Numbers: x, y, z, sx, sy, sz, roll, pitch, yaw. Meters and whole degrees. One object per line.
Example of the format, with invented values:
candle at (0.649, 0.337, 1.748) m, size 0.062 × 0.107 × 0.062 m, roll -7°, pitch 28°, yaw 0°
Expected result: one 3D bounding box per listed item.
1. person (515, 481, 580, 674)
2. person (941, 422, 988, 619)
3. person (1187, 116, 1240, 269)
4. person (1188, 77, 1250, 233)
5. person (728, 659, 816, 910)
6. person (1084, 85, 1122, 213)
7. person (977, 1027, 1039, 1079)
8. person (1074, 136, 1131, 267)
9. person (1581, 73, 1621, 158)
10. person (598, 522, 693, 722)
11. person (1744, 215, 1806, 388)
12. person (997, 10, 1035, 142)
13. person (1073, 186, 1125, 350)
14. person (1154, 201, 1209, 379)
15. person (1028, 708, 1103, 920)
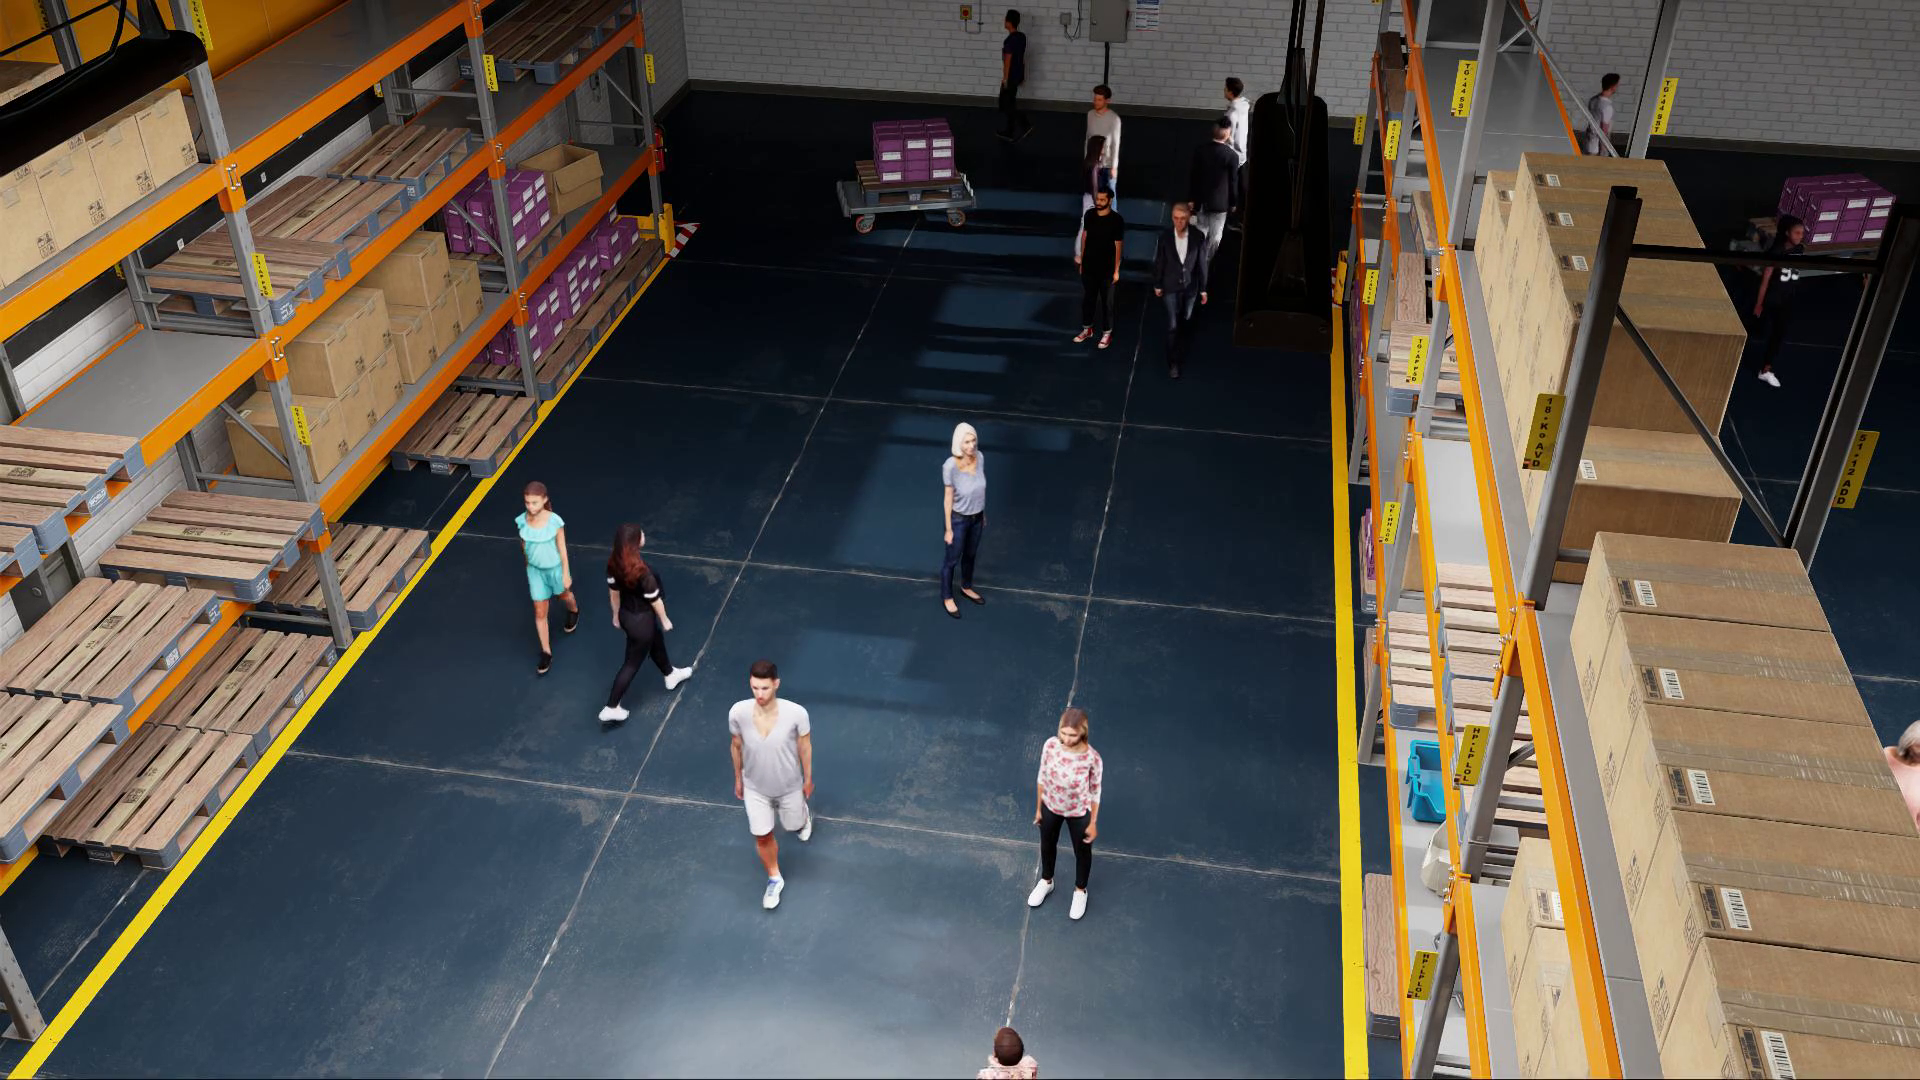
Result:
person at (-3.207, 0.191, 13.077) m, size 0.601 × 1.523 × 1.056 m, roll 4°, pitch 34°, yaw 5°
person at (0.029, -0.188, 13.467) m, size 0.638 × 1.722 × 0.713 m, roll -25°, pitch 41°, yaw -33°
person at (2.823, -3.789, 18.709) m, size 0.940 × 1.918 × 1.217 m, roll 14°, pitch 36°, yaw 20°
person at (3.349, -4.549, 19.879) m, size 0.970 × 1.887 × 1.117 m, roll 15°, pitch 37°, yaw 22°
person at (-1.199, 1.495, 10.834) m, size 0.744 × 1.835 × 1.052 m, roll 2°, pitch 34°, yaw 4°
person at (1.704, -4.486, 19.776) m, size 0.738 × 1.898 × 0.751 m, roll 24°, pitch 41°, yaw 32°
person at (0.286, 3.132, 8.880) m, size 0.700 × 1.270 × 0.959 m, roll -6°, pitch 34°, yaw -9°
person at (1.479, -3.873, 19.134) m, size 0.697 × 1.585 × 0.820 m, roll 4°, pitch 34°, yaw 6°
person at (7.643, -4.739, 20.204) m, size 0.833 × 1.843 × 0.682 m, roll -5°, pitch 34°, yaw -8°
person at (-2.440, 0.644, 12.327) m, size 0.994 × 1.599 × 1.200 m, roll 26°, pitch 41°, yaw 33°
person at (8.220, -2.472, 16.919) m, size 0.967 × 1.706 × 1.170 m, roll -11°, pitch 35°, yaw -17°
person at (0.779, -6.259, 22.551) m, size 0.855 × 1.778 × 0.862 m, roll 16°, pitch 37°, yaw 23°
person at (1.476, -2.891, 17.502) m, size 0.703 × 1.758 × 0.692 m, roll 18°, pitch 37°, yaw 24°
person at (2.280, -2.663, 17.143) m, size 0.816 × 1.775 × 1.241 m, roll 0°, pitch 34°, yaw 0°
person at (0.695, 1.718, 10.678) m, size 0.621 × 1.635 × 0.590 m, roll 14°, pitch 36°, yaw 19°
